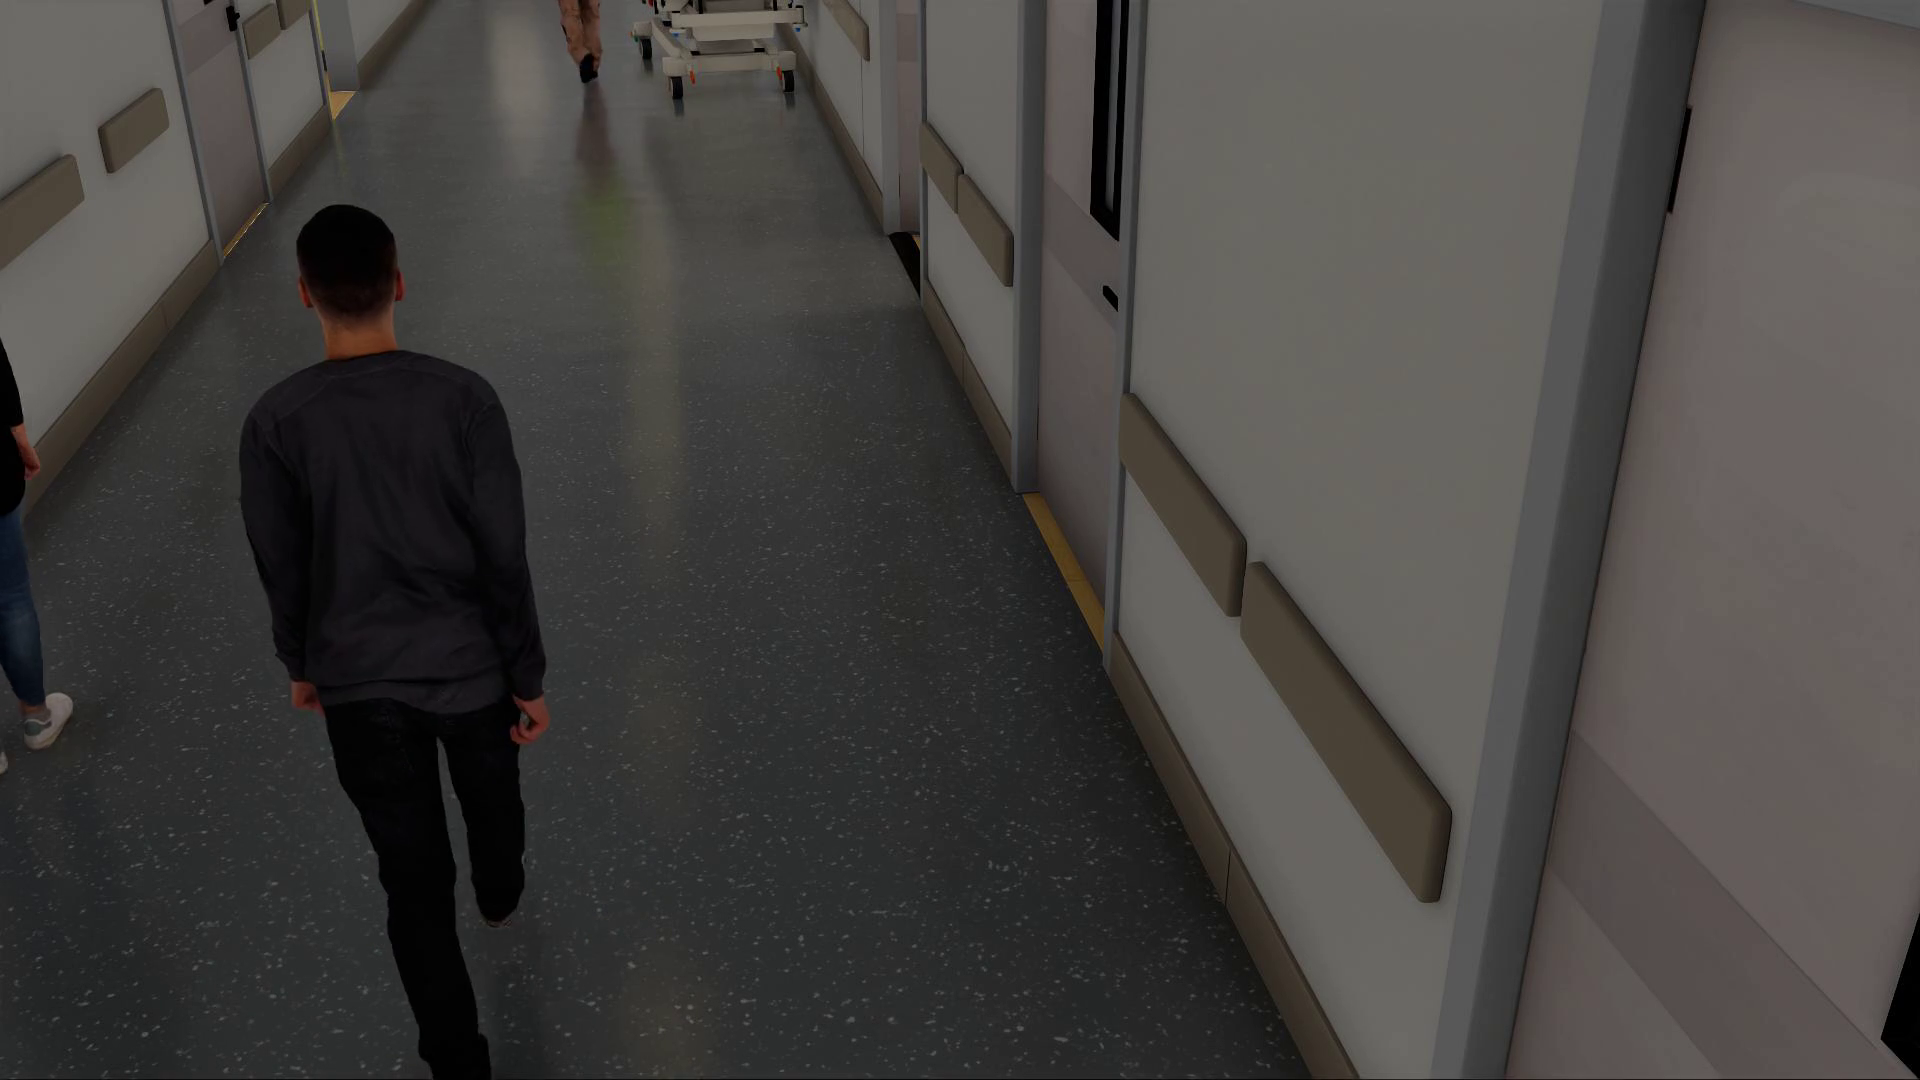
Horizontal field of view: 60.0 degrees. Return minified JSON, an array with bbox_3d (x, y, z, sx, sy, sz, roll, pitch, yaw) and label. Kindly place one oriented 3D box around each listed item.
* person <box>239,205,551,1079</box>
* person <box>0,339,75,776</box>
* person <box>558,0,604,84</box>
[{"bbox_3d":[-0.983,0.308,3.032,1.050,1.724,0.809,-8,27,-17],"label":"person"},{"bbox_3d":[-2.540,-0.181,4.154,0.669,1.629,0.765,-14,29,-27],"label":"person"},{"bbox_3d":[-2.912,-4.401,12.684,1.102,1.822,0.922,-10,28,-20],"label":"person"}]
